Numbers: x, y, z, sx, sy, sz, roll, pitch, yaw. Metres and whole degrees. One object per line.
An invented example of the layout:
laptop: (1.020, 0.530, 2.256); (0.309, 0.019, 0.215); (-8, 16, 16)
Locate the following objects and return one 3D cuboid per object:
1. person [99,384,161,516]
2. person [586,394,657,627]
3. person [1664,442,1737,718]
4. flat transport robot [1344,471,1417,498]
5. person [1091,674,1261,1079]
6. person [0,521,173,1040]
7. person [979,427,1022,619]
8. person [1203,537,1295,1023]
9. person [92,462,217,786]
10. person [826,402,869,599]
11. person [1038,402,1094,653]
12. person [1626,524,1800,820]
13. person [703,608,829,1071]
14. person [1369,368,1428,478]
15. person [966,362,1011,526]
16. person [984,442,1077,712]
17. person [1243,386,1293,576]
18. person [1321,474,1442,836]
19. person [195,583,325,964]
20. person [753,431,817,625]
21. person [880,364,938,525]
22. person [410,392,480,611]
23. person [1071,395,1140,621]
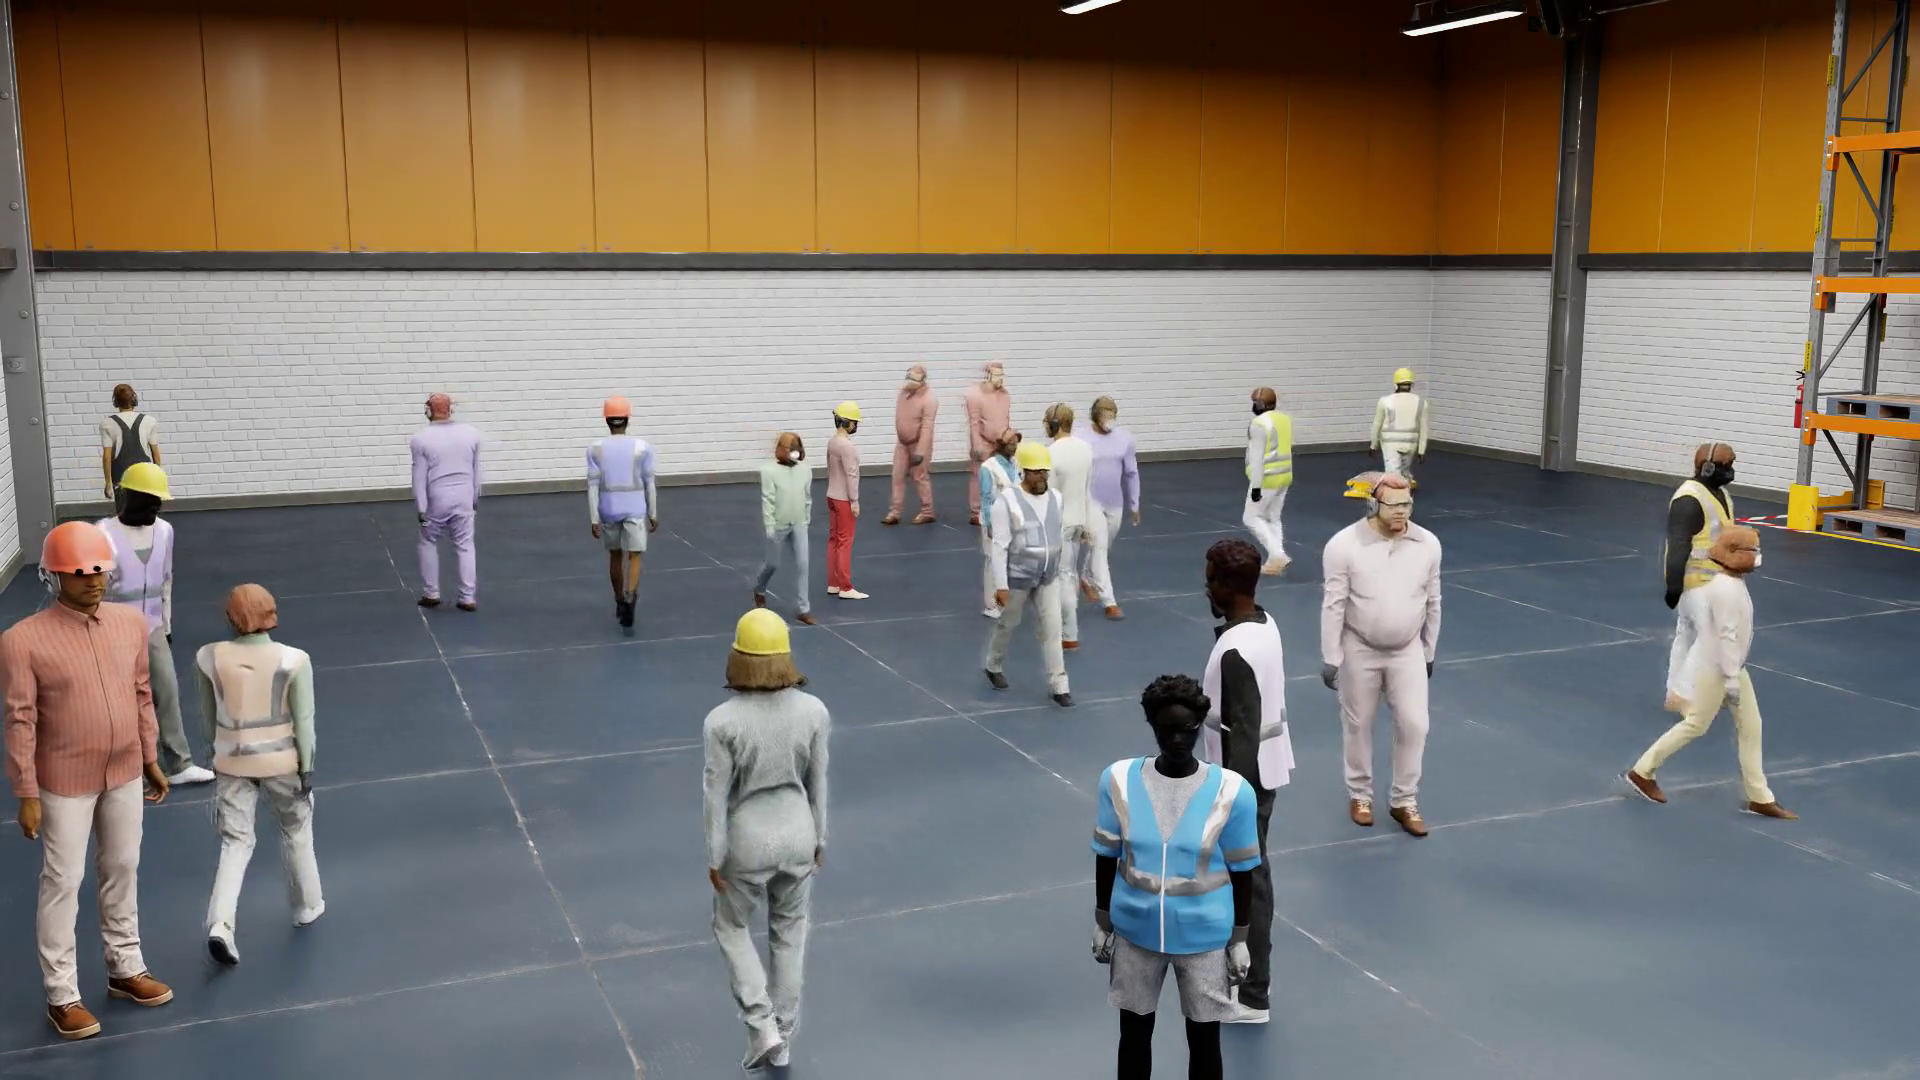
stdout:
person: (-7.910, -0.570, 15.894); (0.506, 1.842, 0.342); (-6, 11, -34)
person: (-2.790, -0.241, 13.706); (0.550, 1.914, 0.875); (-1, 9, -6)
person: (4.850, 0.275, 10.824); (0.489, 1.825, 0.626); (7, 12, 37)
flat transport robot: (5.455, -0.717, 21.535); (0.652, 0.197, 1.431); (4, 10, 25)
person: (0.671, 1.252, 5.292); (0.541, 1.696, 0.315); (3, 10, 19)
person: (-3.374, 0.909, 6.472); (0.397, 1.992, 0.622); (5, 11, 27)
person: (0.366, -0.134, 13.917); (0.527, 1.625, 0.371); (-8, 12, -39)
person: (1.111, 0.941, 6.521); (0.386, 1.914, 0.590); (3, 10, 16)
person: (-4.712, 0.501, 9.358); (0.783, 1.870, 0.699); (5, 11, 29)
person: (-1.018, -0.353, 14.837); (0.325, 1.760, 0.523); (-4, 10, -25)
person: (0.757, -0.103, 12.801); (0.416, 1.939, 0.628); (7, 11, 34)
person: (4.089, 0.696, 8.994); (0.850, 1.602, 0.505); (6, 11, 34)
person: (-0.699, 1.106, 6.072); (0.490, 1.729, 0.405); (-4, 10, -25)
person: (5.090, -1.090, 19.232); (0.602, 1.796, 0.930); (-1, 9, -4)
person: (0.388, -1.052, 18.741); (0.646, 1.875, 0.848); (-7, 11, -35)
person: (0.455, 0.217, 11.327); (0.607, 1.791, 0.948); (-5, 11, -29)
person: (2.928, -0.542, 15.807); (0.446, 1.821, 0.680); (7, 12, 37)
person: (2.203, 0.600, 8.660); (0.662, 1.884, 0.647); (0, 9, 0)
person: (-3.040, 0.986, 7.181); (0.508, 1.607, 0.765); (-1, 9, -6)
person: (-1.473, -0.125, 13.909); (0.495, 1.606, 0.777); (-6, 11, -32)
person: (-0.574, -1.063, 18.848); (0.723, 1.855, 0.824); (9, 13, 43)
person: (-4.458, -0.332, 14.349); (0.659, 1.883, 0.762); (-8, 12, -39)
person: (1.183, -0.314, 14.260); (0.637, 1.893, 1.058); (-3, 10, -20)
